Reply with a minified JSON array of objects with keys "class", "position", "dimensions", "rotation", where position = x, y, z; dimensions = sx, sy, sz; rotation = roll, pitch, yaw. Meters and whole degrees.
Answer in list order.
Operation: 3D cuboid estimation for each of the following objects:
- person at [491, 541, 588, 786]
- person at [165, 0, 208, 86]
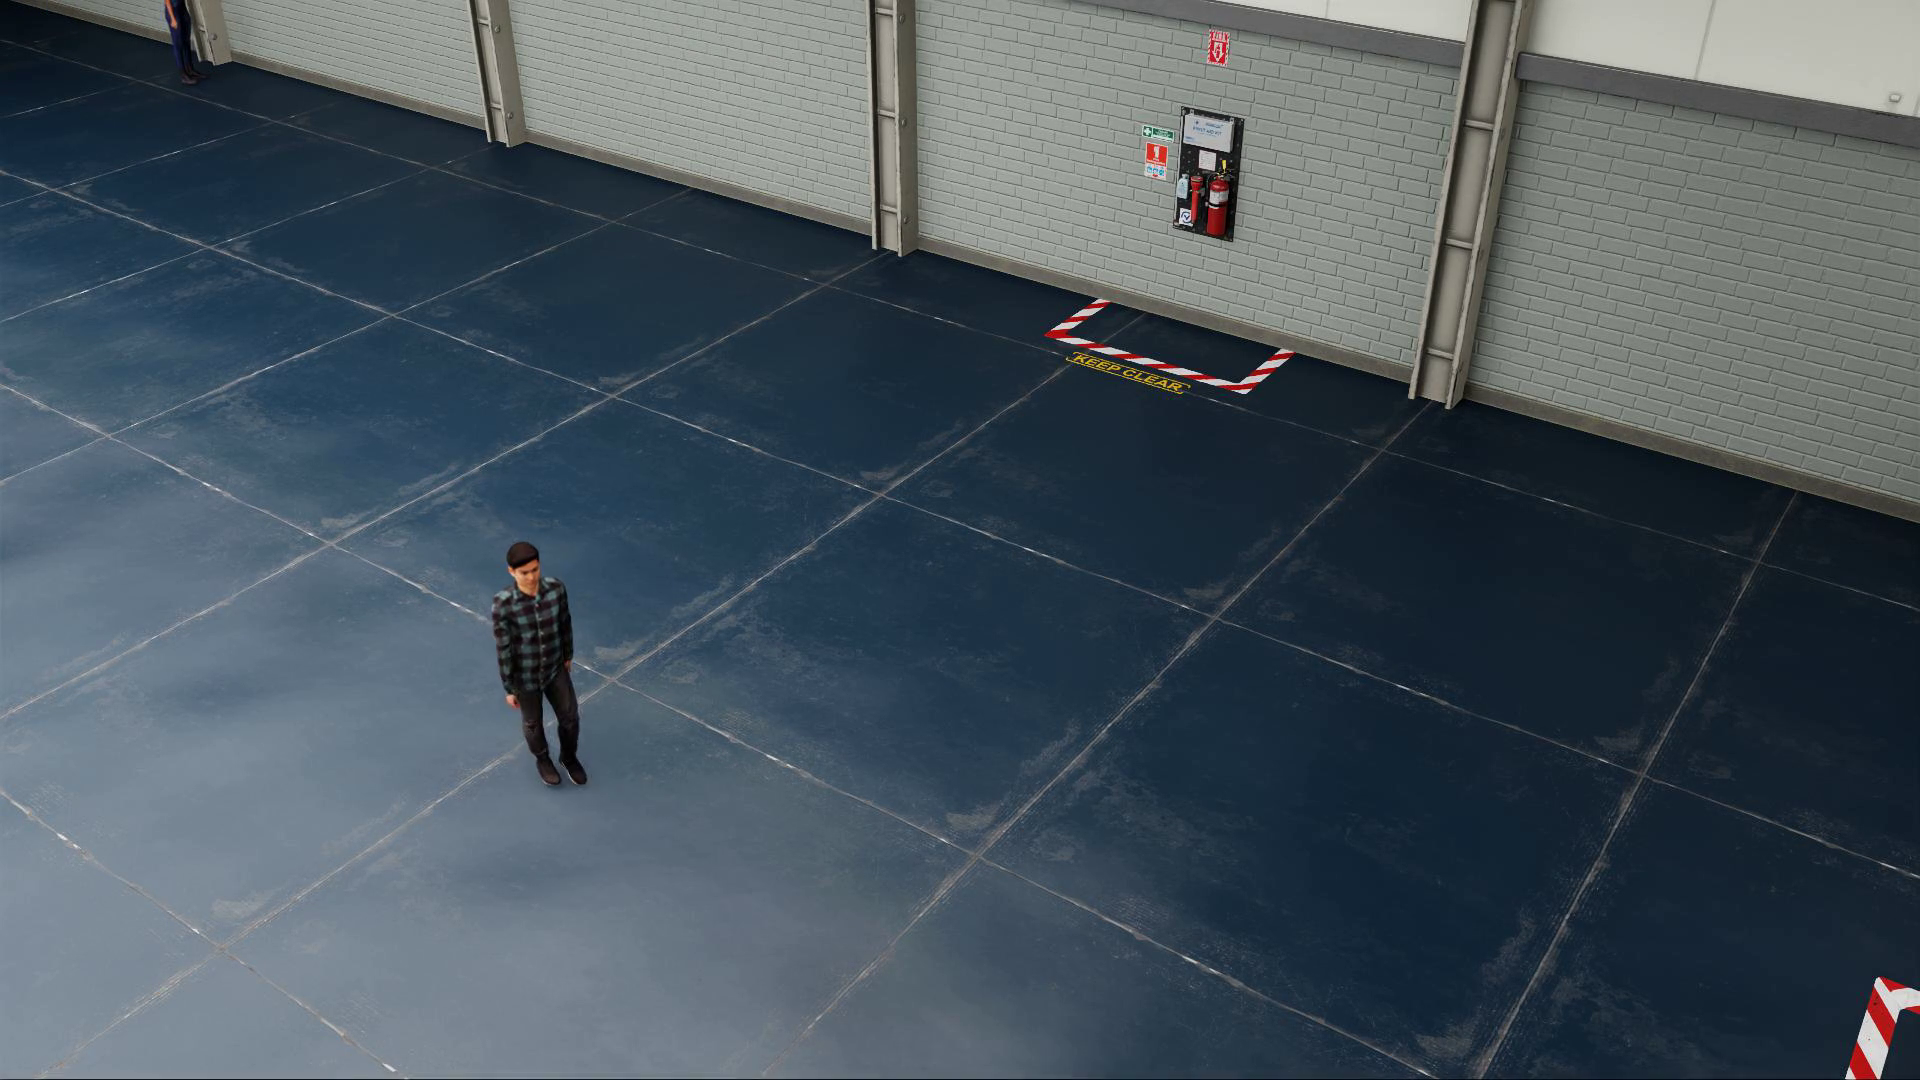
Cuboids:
[{"class":"person","position":[-2.566,0.728,9.970],"dimensions":[0.777,1.702,0.756],"rotation":[-17,36,-25]},{"class":"person","position":[-10.474,-7.017,22.251],"dimensions":[0.670,1.739,0.652],"rotation":[4,33,7]}]
